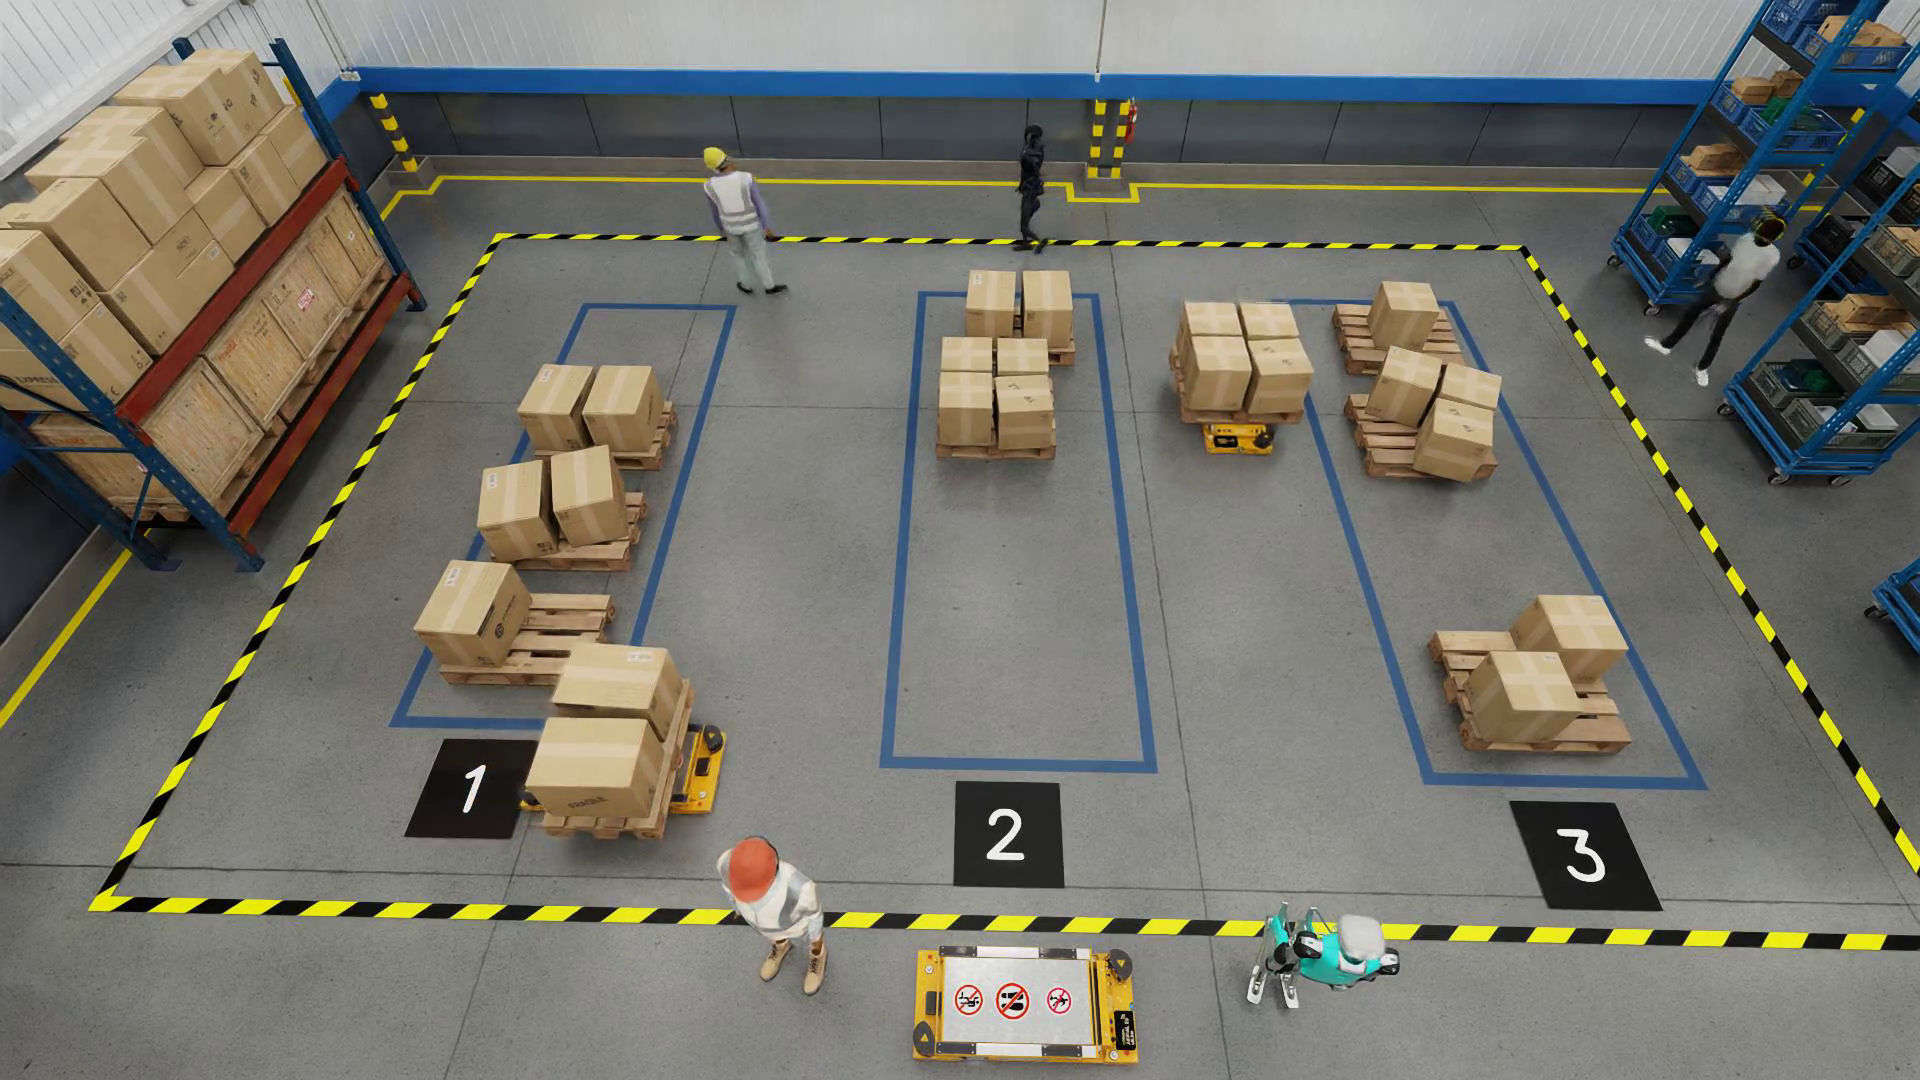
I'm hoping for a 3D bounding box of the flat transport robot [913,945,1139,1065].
[{"bbox_3d":[0.422,3.041,6.007,1.431,0.231,0.659,1,51,1],"label":"flat transport robot"}]

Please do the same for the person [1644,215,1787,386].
[{"bbox_3d":[7.964,-2.559,9.567,0.366,1.841,0.845,-10,51,-8],"label":"person"}]

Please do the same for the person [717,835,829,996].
[{"bbox_3d":[-1.102,2.265,5.494,0.612,2.046,0.363,14,52,12],"label":"person"}]

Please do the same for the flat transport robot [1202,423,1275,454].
[{"bbox_3d":[2.850,-1.486,9.679,0.652,0.197,1.431,1,51,1],"label":"flat transport robot"}]

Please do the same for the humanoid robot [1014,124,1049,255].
[{"bbox_3d":[0.876,-4.186,10.987,0.440,1.641,0.600,-7,51,-6],"label":"humanoid robot"}]

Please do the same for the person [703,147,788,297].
[{"bbox_3d":[-2.439,-3.600,10.447,0.745,1.784,0.411,-3,51,-3],"label":"person"}]

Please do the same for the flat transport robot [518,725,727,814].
[{"bbox_3d":[-2.578,1.743,7.047,1.431,0.197,0.652,1,51,1],"label":"flat transport robot"}]

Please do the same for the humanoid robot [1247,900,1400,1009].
[{"bbox_3d":[2.113,2.390,5.506,0.533,1.673,0.735,9,51,7],"label":"humanoid robot"}]
